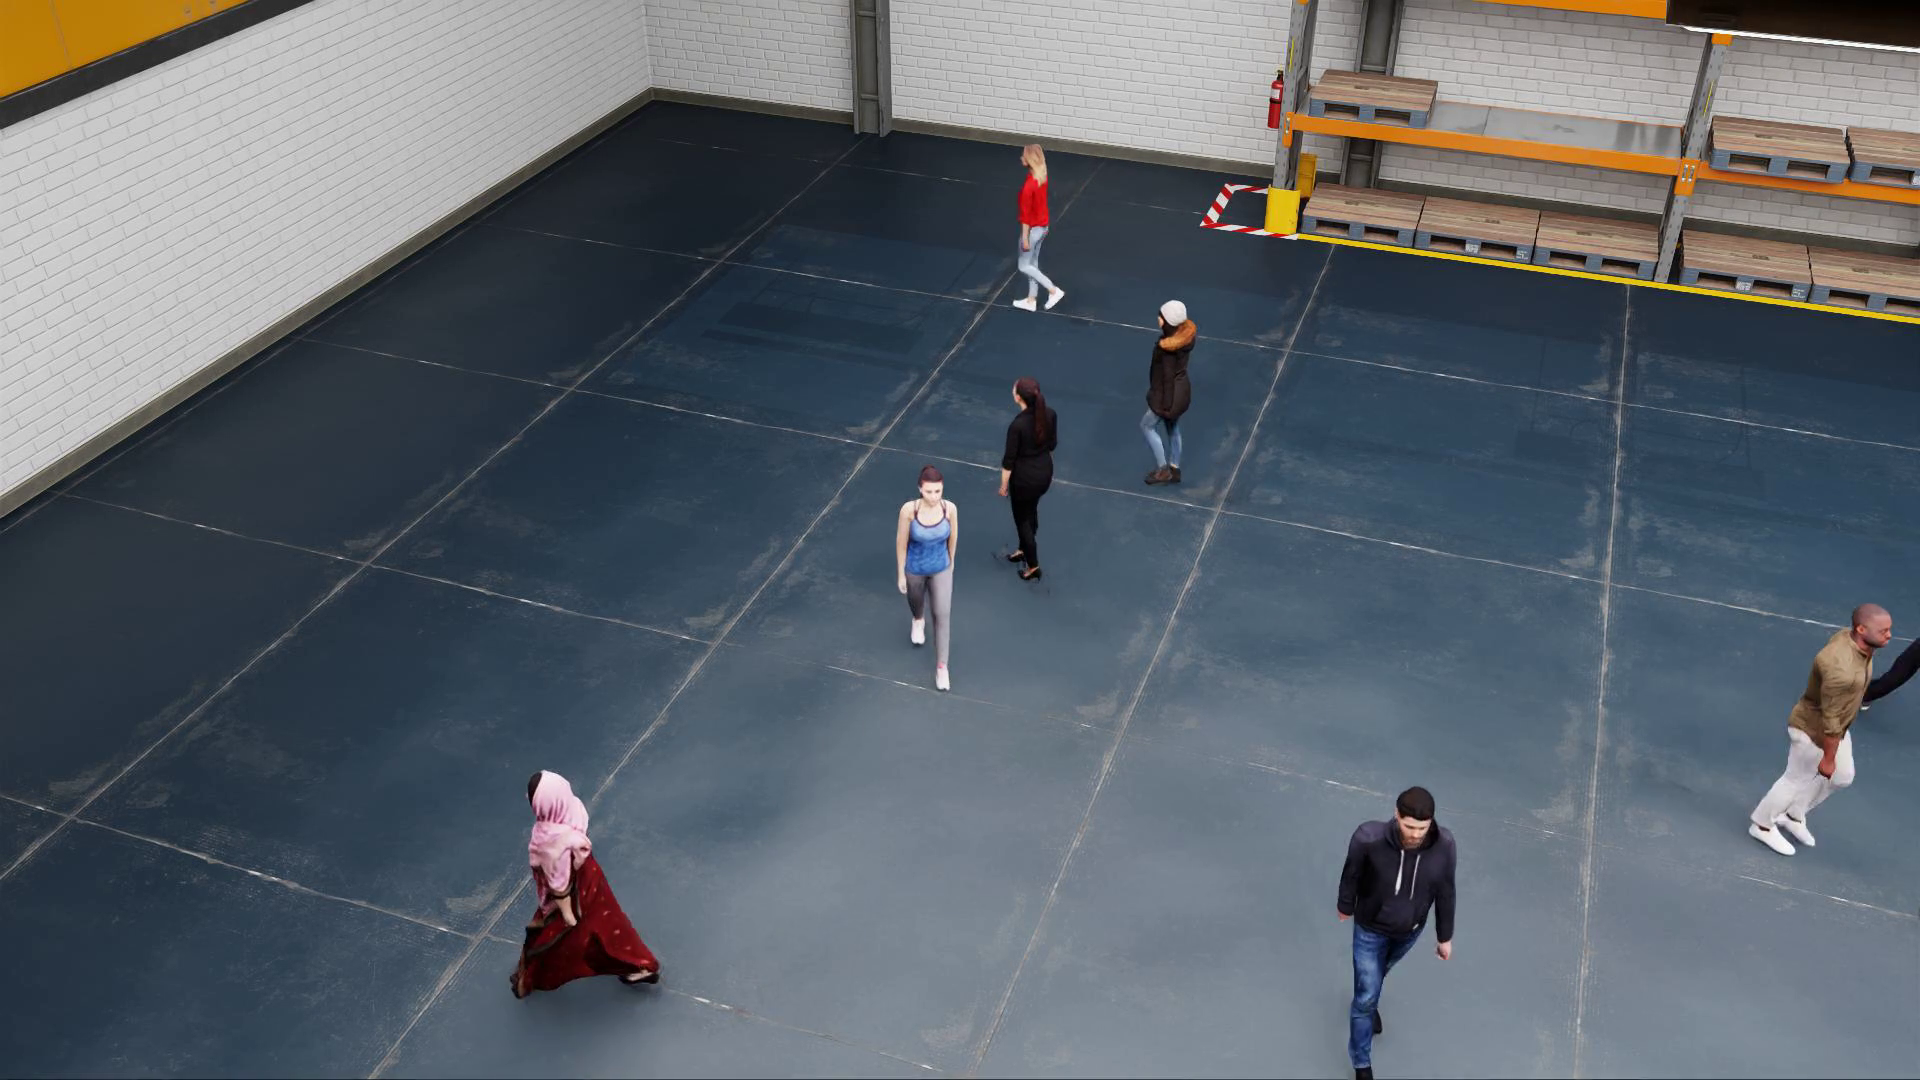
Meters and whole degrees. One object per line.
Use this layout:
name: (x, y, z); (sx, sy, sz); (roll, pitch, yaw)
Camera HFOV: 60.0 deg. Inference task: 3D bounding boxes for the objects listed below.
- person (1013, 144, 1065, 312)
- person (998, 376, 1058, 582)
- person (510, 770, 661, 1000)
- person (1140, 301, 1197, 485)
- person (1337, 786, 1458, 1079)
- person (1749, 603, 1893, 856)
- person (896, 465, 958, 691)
person: (0.779, -2.962, 16.011); (0.810, 1.694, 0.653); (15, 37, 22)
person: (0.515, -0.436, 12.252); (0.768, 1.649, 0.816); (-27, 42, -35)
person: (-1.988, 1.850, 8.860); (1.119, 1.597, 0.779); (5, 34, 7)
person: (1.755, -1.160, 13.363); (0.624, 1.625, 0.648); (15, 37, 22)
person: (2.193, 1.885, 8.578); (1.097, 1.850, 1.006); (-1, 34, -2)
person: (4.999, 1.090, 9.815); (0.838, 1.806, 0.832); (-26, 42, -34)
person: (-0.244, 0.170, 11.408); (1.077, 1.574, 0.925); (-3, 34, -4)
